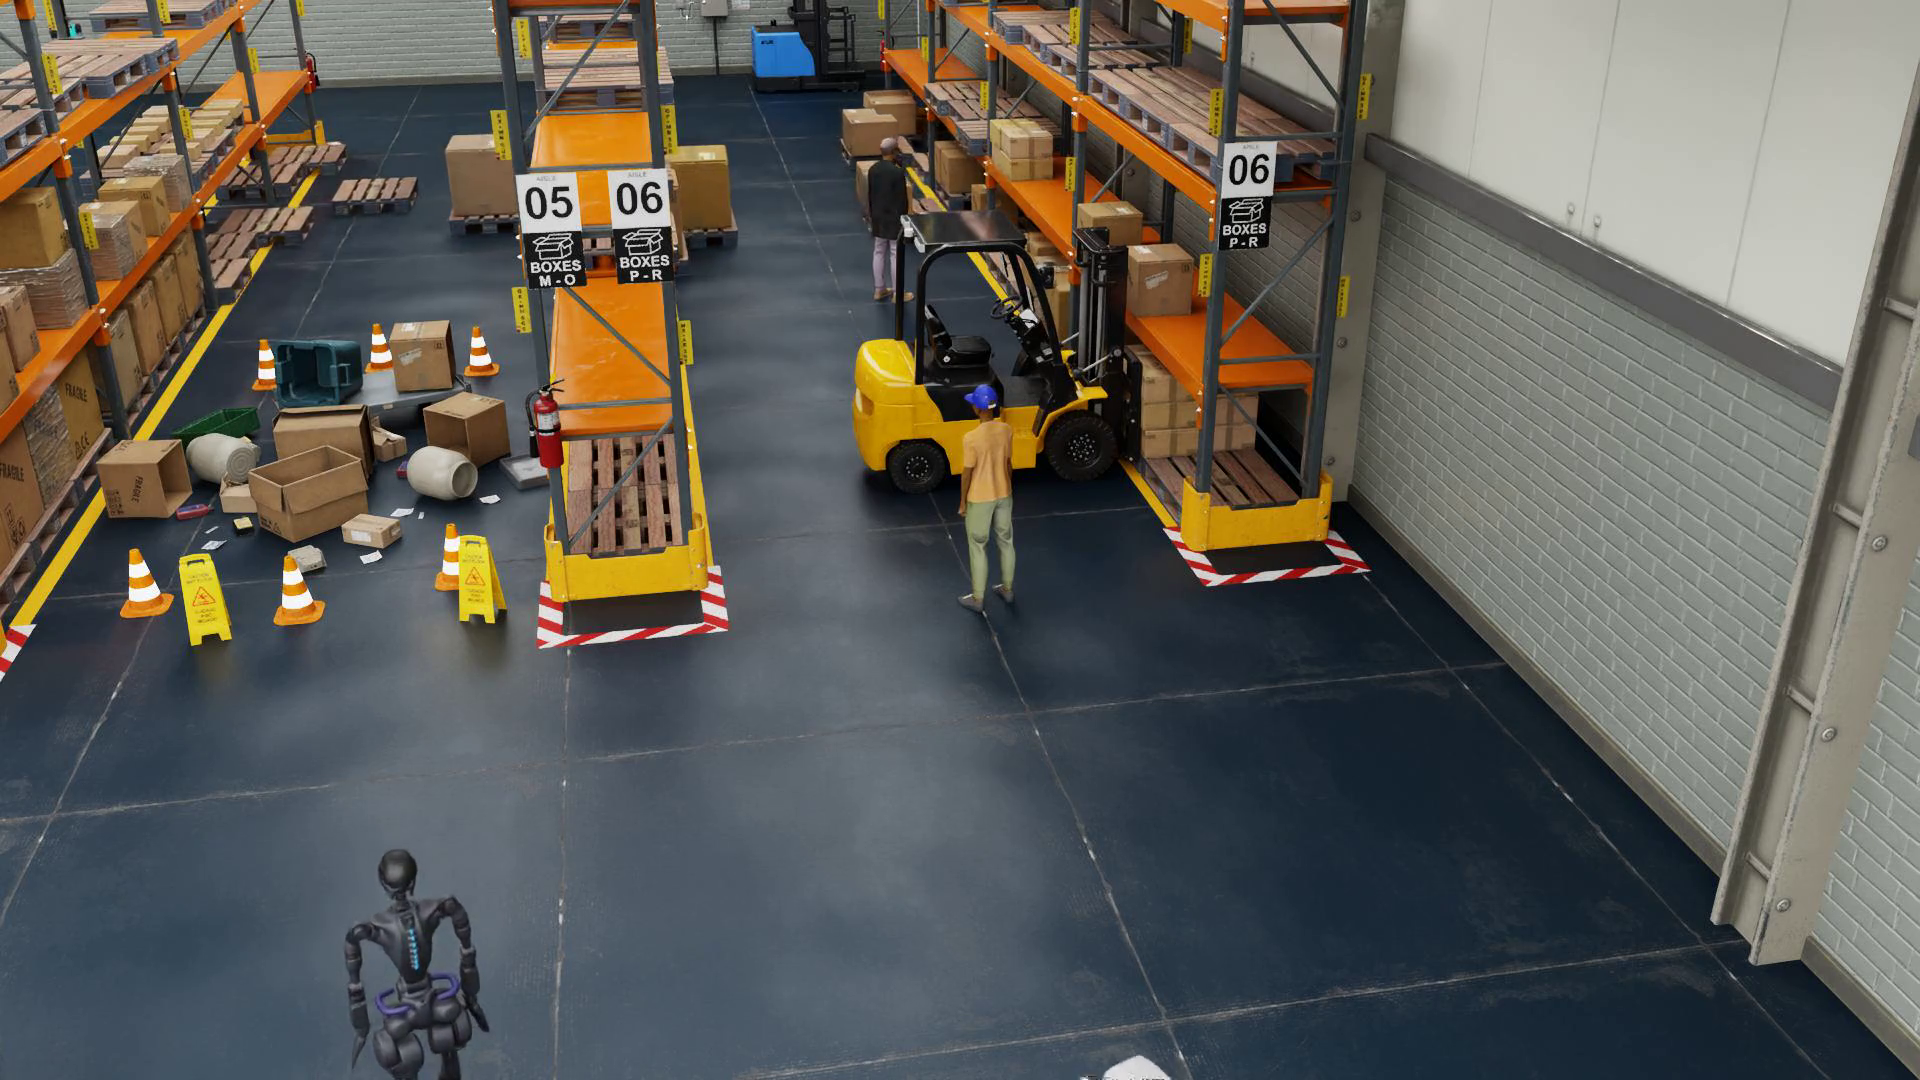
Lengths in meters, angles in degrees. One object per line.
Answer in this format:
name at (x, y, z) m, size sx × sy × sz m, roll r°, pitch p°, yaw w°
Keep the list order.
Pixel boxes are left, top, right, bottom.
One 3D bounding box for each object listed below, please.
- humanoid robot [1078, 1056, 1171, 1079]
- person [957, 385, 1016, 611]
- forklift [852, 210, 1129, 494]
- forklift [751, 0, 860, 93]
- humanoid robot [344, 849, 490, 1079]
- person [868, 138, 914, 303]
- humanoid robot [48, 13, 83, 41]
humanoid robot at (0.766, 2.516, 6.203) m, size 0.821 × 1.781 × 0.598 m, roll -22°, pitch 33°, yaw -38°
person at (0.177, -0.321, 12.134) m, size 0.438 × 1.709 × 0.390 m, roll -17°, pitch 30°, yaw -31°
forklift at (0.216, -1.659, 14.366) m, size 2.313 × 2.155 × 1.214 m, roll -5°, pitch 26°, yaw -10°
forklift at (-2.872, -9.679, 30.288) m, size 1.873 × 2.768 × 1.129 m, roll -5°, pitch 26°, yaw -10°
humanoid robot at (-2.371, 2.071, 7.248) m, size 0.587 × 1.618 × 0.802 m, roll -14°, pitch 29°, yaw -27°
person at (-0.801, -3.603, 18.813) m, size 0.541 × 1.852 × 0.403 m, roll 18°, pitch 31°, yaw 33°
humanoid robot at (-14.676, -7.871, 27.889) m, size 0.915 × 1.807 × 0.564 m, roll 17°, pitch 31°, yaw 32°
